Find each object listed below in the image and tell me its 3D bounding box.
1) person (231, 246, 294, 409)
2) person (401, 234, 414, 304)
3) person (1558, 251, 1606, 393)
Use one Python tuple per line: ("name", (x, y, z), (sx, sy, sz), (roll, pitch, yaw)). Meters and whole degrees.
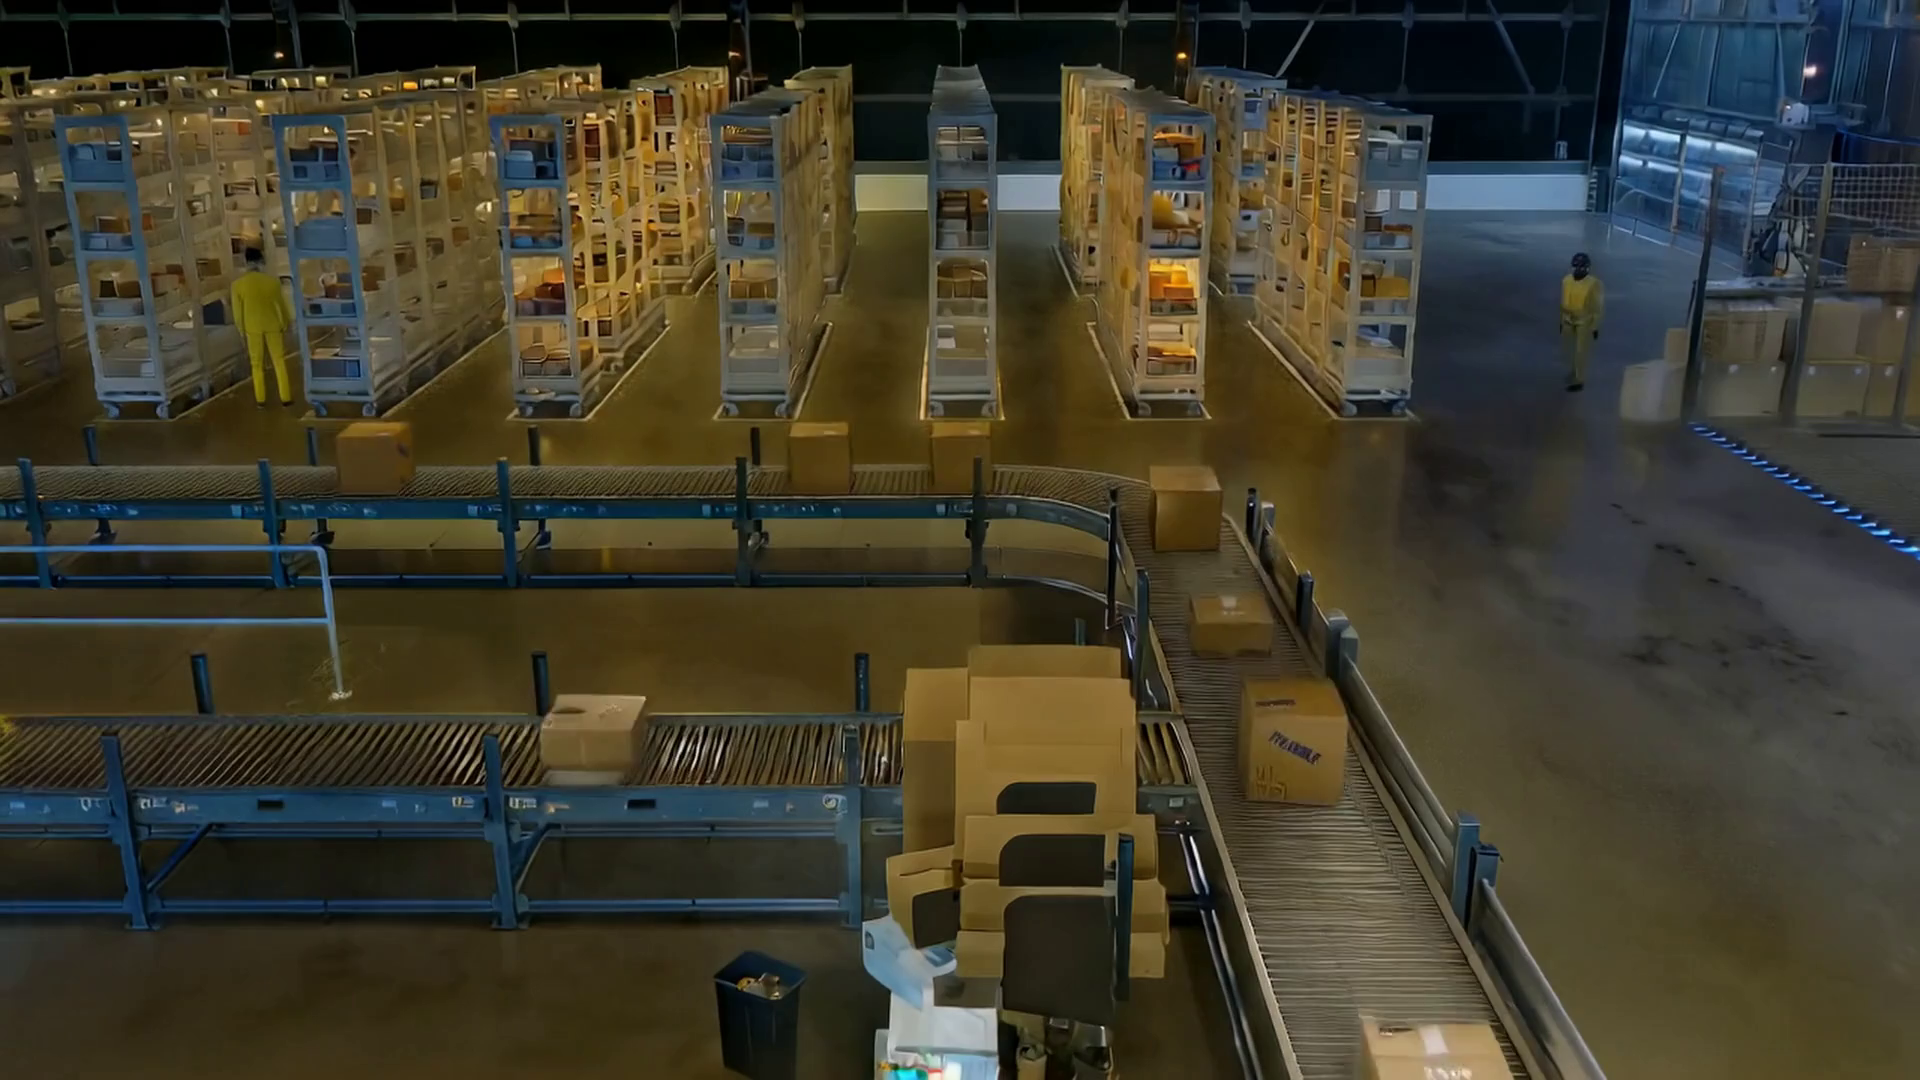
("person", (-8.563, -2.605, 20.439), (0.612, 1.995, 0.379), (-8, 20, -23))
("person", (-8.840, -4.576, 26.777), (0.585, 1.856, 0.395), (-12, 22, -34))
("person", (7.936, -2.789, 21.286), (0.491, 1.817, 0.612), (-14, 23, -37))
